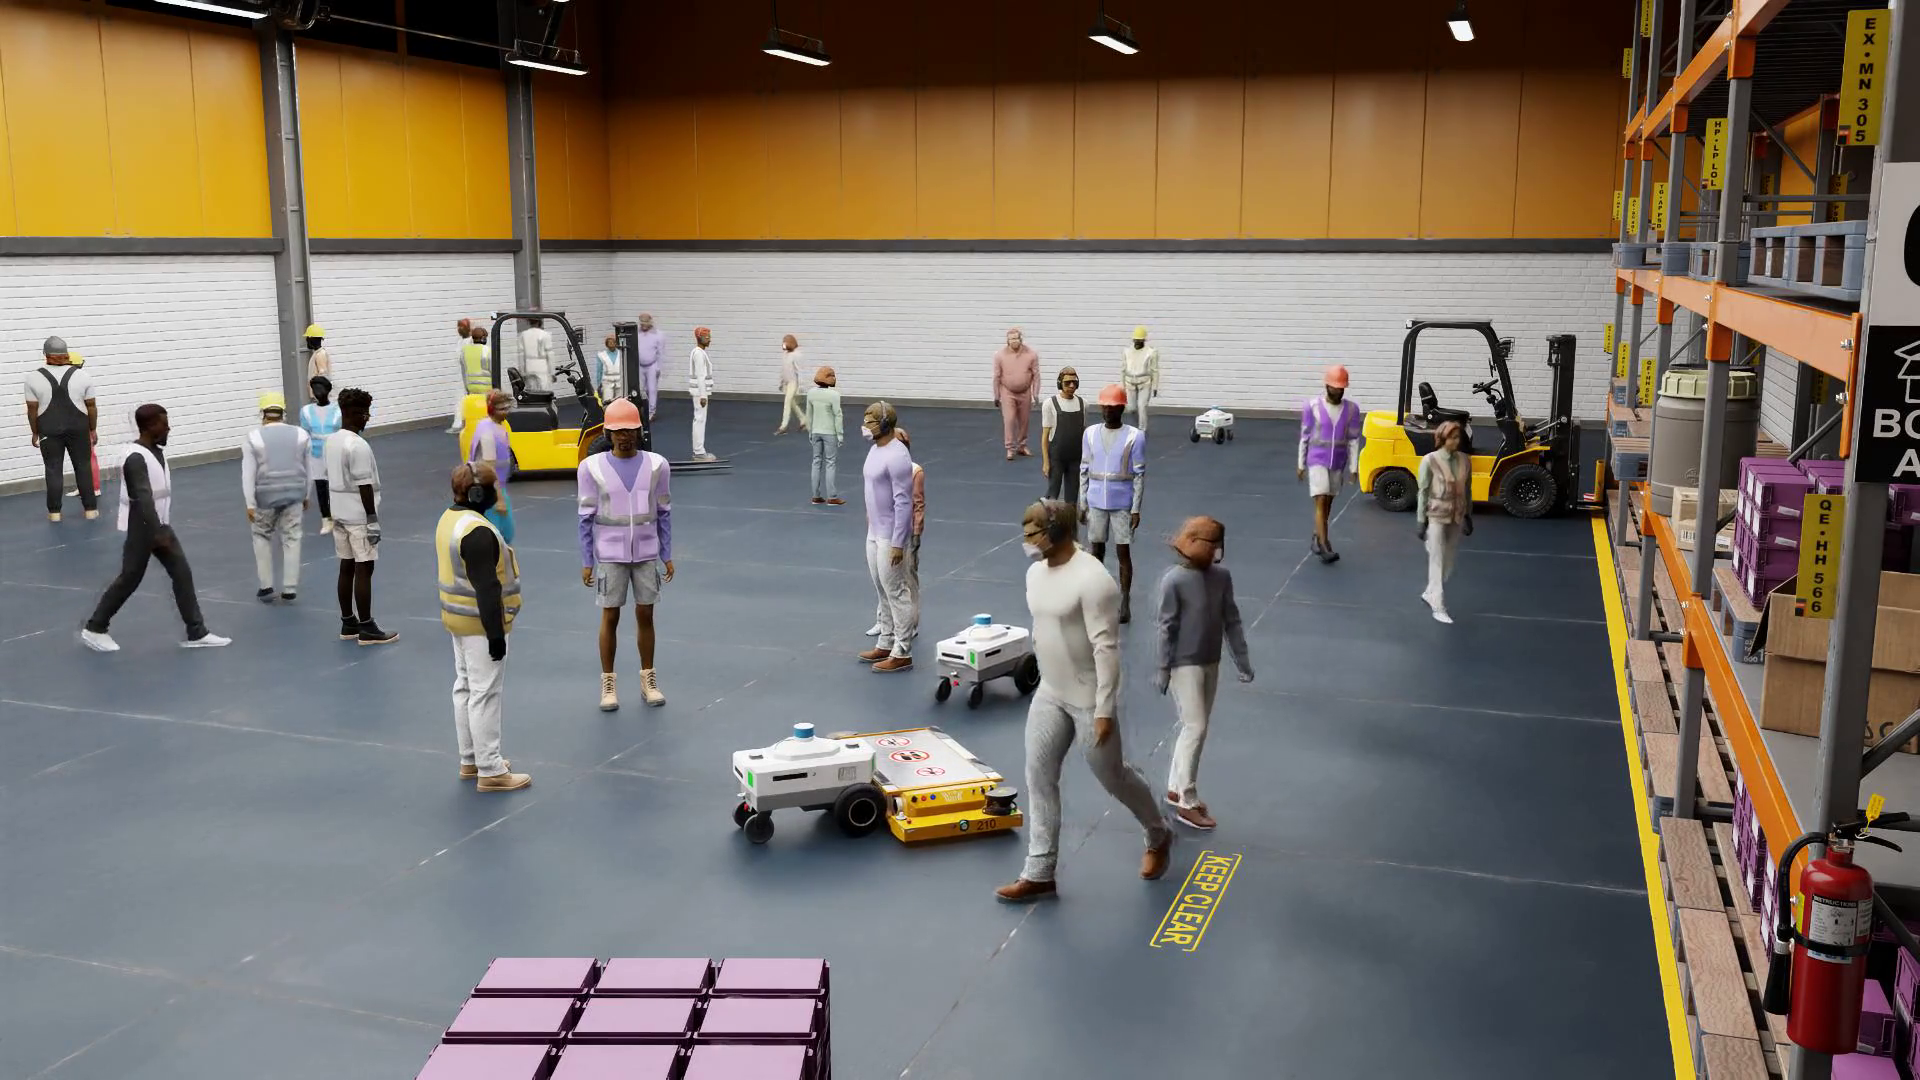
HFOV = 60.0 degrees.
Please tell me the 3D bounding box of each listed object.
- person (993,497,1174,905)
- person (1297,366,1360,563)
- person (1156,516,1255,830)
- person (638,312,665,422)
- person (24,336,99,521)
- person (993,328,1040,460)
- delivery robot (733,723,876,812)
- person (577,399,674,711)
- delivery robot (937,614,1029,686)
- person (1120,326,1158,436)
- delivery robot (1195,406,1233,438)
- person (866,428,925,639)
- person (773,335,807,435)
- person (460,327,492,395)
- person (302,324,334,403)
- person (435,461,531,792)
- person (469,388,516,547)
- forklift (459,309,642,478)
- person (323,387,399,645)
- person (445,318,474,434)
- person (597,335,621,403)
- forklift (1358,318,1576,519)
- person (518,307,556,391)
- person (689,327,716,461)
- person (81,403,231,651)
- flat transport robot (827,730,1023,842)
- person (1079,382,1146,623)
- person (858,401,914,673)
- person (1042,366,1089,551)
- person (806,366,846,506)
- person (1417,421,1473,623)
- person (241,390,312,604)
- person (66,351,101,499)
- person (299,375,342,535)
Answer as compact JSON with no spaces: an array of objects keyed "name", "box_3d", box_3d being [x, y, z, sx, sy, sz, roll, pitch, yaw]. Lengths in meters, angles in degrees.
[{"name":"person","box_3d":[0.614,0.726,7.782,0.976,1.884,0.731,-7,12,-34]},{"name":"person","box_3d":[3.555,-0.735,16.016,0.550,1.880,0.937,-1,10,-5]},{"name":"person","box_3d":[1.296,0.678,8.778,0.519,1.615,0.535,-9,13,-41]},{"name":"person","box_3d":[-5.366,-2.954,28.506,0.645,1.887,0.456,1,10,7]},{"name":"person","box_3d":[-9.898,-1.233,18.361,0.688,2.000,0.539,-6,12,-29]},{"name":"person","box_3d":[0.798,-2.083,23.675,0.664,1.870,0.701,-1,10,-5]},{"name":"delivery robot","box_3d":[-0.806,1.193,8.618,0.707,0.478,0.477,-4,11,-21]},{"name":"person","box_3d":[-2.170,0.095,10.877,0.614,2.042,0.373,-4,11,-22]},{"name":"delivery robot","box_3d":[0.157,0.741,11.167,0.477,0.478,0.707,7,13,36]},{"name":"person","box_3d":[2.761,-2.385,25.527,0.633,1.799,0.516,5,11,27]},{"name":"delivery robot","box_3d":[3.921,-1.826,25.622,0.477,0.478,0.707,7,12,34]},{"name":"person","box_3d":[-0.495,-0.051,12.837,0.514,1.641,0.309,6,12,31]},{"name":"person","box_3d":[-2.723,-2.515,26.818,0.757,1.603,0.515,-8,13,-36]},{"name":"person","box_3d":[-6.947,-2.175,24.230,0.627,1.844,0.429,4,11,21]},{"name":"person","box_3d":[-8.945,-2.044,23.242,0.363,1.930,0.587,-4,11,-23]},{"name":"person","box_3d":[-2.670,0.477,9.296,0.429,1.844,0.627,-7,12,-33]},{"name":"person","box_3d":[-4.070,-0.421,14.454,0.503,1.799,0.611,-1,10,-4]},{"name":"forklift","box_3d":[-5.354,-1.902,21.697,2.313,2.155,1.214,-2,10,-13]},{"name":"person","box_3d":[-4.594,-0.182,12.674,0.602,1.958,0.369,10,14,44]},{"name":"person","box_3d":[-7.944,-2.653,26.877,0.593,1.862,0.806,8,13,40]},{"name":"person","box_3d":[-5.434,-2.403,26.175,0.524,1.601,0.800,-3,11,-17]},{"name":"forklift","box_3d":[5.787,-1.437,19.079,2.313,2.155,1.214,3,11,19]},{"name":"person","box_3d":[-6.899,-2.761,27.023,0.628,2.025,0.721,4,11,23]},{"name":"person","box_3d":[-3.646,-2.060,23.462,0.339,1.882,0.581,-2,10,-11]},{"name":"person","box_3d":[-6.102,-0.092,12.433,1.026,1.867,0.601,-1,10,-4]},{"name":"flat transport robot","box_3d":[-0.235,1.296,9.102,0.652,0.197,1.431,-4,11,-21]},{"name":"person","box_3d":[1.211,-0.298,13.378,0.545,1.942,0.350,4,11,24]},{"name":"person","box_3d":[-0.519,-0.025,11.850,0.354,1.937,0.635,-4,11,-20]},{"name":"person","box_3d":[1.047,-0.789,16.416,0.506,1.846,0.348,-4,11,-24]},{"name":"person","box_3d":[-1.566,-1.219,19.430,0.508,1.632,0.272,7,12,35]},{"name":"person","box_3d":[3.934,-0.160,13.545,0.524,1.649,0.516,-5,11,-24]},{"name":"person","box_3d":[-5.814,-0.370,14.147,0.601,1.812,0.570,-7,12,-36]},{"name":"person","box_3d":[-10.583,-1.380,19.965,0.524,1.769,0.308,8,13,37]},{"name":"person","box_3d":[-6.640,-0.894,17.451,0.549,1.680,0.407,-1,10,-5]}]
